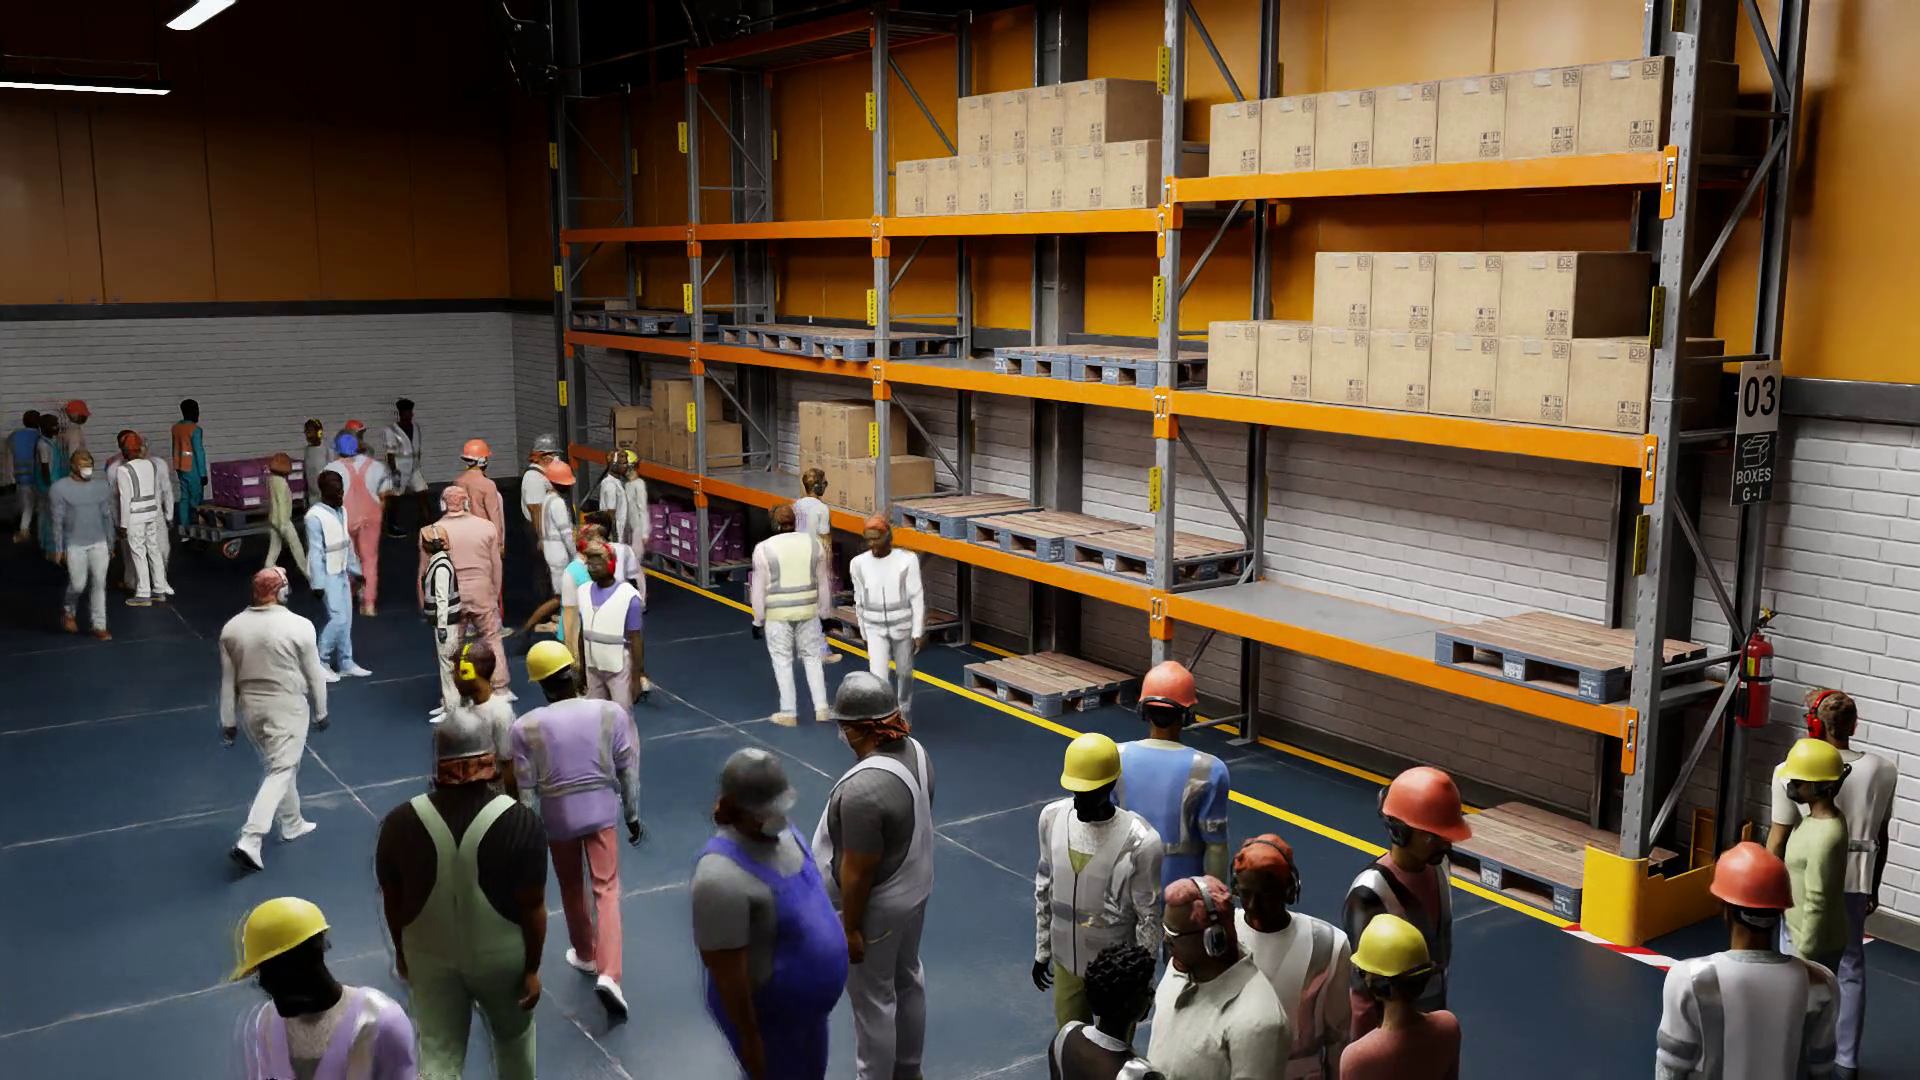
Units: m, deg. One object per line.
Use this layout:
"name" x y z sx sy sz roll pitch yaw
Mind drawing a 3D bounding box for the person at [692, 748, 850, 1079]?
"person" -0.732 1.706 6.404 0.626 2.000 0.741 2 10 12

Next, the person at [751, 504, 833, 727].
"person" -1.356 0.620 13.454 0.697 1.822 0.504 -5 11 -28

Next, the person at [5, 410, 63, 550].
"person" -11.995 -0.774 21.599 0.634 1.830 0.436 0 10 -3

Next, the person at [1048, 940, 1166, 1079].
"person" 0.471 2.082 5.228 0.320 1.694 0.532 -6 11 -31

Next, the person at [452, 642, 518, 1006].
"person" -2.429 1.447 8.588 0.374 1.825 0.612 -7 12 -36

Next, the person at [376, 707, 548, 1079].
"person" -1.996 1.651 6.727 0.701 2.000 0.967 -1 10 -4

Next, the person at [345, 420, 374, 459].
"person" -7.661 -0.662 21.200 0.352 1.738 0.573 1 10 4

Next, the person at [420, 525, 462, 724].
"person" -4.243 0.679 13.638 0.313 1.634 0.514 -3 10 -20

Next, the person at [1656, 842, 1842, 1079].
"person" 2.522 1.929 5.421 0.543 1.931 0.387 1 10 5

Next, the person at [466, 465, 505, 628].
"person" -4.878 0.059 16.880 0.523 1.769 0.313 -4 10 -20

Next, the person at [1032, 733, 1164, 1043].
"person" 0.542 1.706 6.774 0.585 1.918 0.392 8 12 38

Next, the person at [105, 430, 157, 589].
"person" -9.488 -0.354 19.123 0.431 1.835 0.623 8 12 39

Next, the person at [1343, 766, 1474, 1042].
"person" 1.612 1.784 5.985 0.411 2.032 0.613 8 13 41

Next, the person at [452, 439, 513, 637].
"person" -4.786 -0.009 16.601 0.611 1.997 0.375 6 11 31

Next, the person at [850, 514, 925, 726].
"person" -0.554 0.682 13.015 0.589 1.844 0.990 1 10 3

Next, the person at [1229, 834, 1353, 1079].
"person" 1.037 1.909 5.704 0.585 1.879 0.370 3 10 18

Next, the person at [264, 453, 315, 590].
"person" -7.580 -0.191 18.845 0.761 1.597 0.526 -7 12 -35

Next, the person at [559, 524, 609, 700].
"person" -2.732 0.795 12.435 0.539 1.828 0.626 3 10 17

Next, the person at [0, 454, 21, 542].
"person" -12.553 -0.793 21.530 0.602 1.902 0.782 3 10 15

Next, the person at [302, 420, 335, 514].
"person" -7.709 -0.518 20.046 0.623 1.862 0.370 5 11 25

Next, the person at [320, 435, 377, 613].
"person" -6.549 -0.180 17.811 0.640 1.924 0.620 -7 12 -37

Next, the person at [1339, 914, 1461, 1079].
"person" 1.348 2.039 5.263 0.534 1.765 0.324 -7 12 -36

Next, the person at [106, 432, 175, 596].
"person" -9.020 -0.253 18.351 0.666 1.891 0.427 -7 12 -35

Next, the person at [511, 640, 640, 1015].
"person" -1.943 1.442 8.484 0.629 1.868 0.934 -3 10 -17

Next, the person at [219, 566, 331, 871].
"person" -4.364 1.106 10.496 0.638 1.871 0.939 2 10 14

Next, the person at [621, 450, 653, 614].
"person" -3.499 -0.088 17.803 0.409 1.748 0.548 -5 11 -26

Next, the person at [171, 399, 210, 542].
"person" -10.256 -0.917 22.158 0.591 1.918 0.383 6 12 33

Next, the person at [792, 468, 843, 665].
"person" -1.357 0.244 15.559 0.505 1.847 0.344 9 13 42

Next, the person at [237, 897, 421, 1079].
"person" -1.889 2.010 5.138 0.651 1.866 0.390 3 10 16

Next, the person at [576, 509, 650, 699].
"person" -2.941 0.588 14.024 0.547 1.680 0.486 -8 13 -41

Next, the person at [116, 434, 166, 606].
"person" -8.968 -0.221 18.175 0.337 1.882 0.585 2 10 13

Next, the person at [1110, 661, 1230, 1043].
"person" 0.903 1.543 7.397 0.609 2.035 0.416 4 11 23

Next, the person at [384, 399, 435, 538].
"person" -7.379 -0.937 22.314 1.010 1.901 0.619 7 12 35

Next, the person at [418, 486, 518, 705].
"person" -4.132 0.499 13.960 0.800 1.885 0.529 -3 10 -16

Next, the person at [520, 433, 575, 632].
"person" -4.189 -0.091 16.950 0.535 2.000 0.681 -1 10 -6

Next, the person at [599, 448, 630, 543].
"person" -3.557 -0.034 17.225 0.343 1.839 0.501 -2 10 -9

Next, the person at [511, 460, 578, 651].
"person" -3.868 0.149 16.033 0.904 1.871 0.536 -2 10 -13

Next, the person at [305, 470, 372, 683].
"person" -5.607 0.317 14.935 0.474 1.912 0.618 0 10 2

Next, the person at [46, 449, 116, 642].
"person" -8.686 0.048 16.475 0.564 1.928 0.646 7 12 35

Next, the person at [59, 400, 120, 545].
"person" -11.676 -0.883 21.959 1.024 1.933 0.643 -9 13 -41

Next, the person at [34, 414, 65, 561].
"person" -11.413 -0.663 20.882 0.326 1.843 0.517 -4 11 -23

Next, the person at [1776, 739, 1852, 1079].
"person" 3.656 1.714 7.187 0.340 1.761 0.527 5 11 27

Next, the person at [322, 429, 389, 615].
"person" -6.483 -0.235 17.797 0.704 2.000 0.991 -6 11 -31

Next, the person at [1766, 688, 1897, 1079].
"person" 3.976 1.599 7.639 0.566 1.837 0.383 0 10 0

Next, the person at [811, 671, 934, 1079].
"person" -0.396 1.551 7.314 0.535 2.000 0.679 4 10 22

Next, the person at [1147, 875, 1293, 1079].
"person" 0.770 1.975 5.266 0.400 1.893 0.658 -3 10 -18

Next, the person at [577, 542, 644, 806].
"person" -2.429 0.915 11.623 0.577 1.844 0.379 6 11 32
